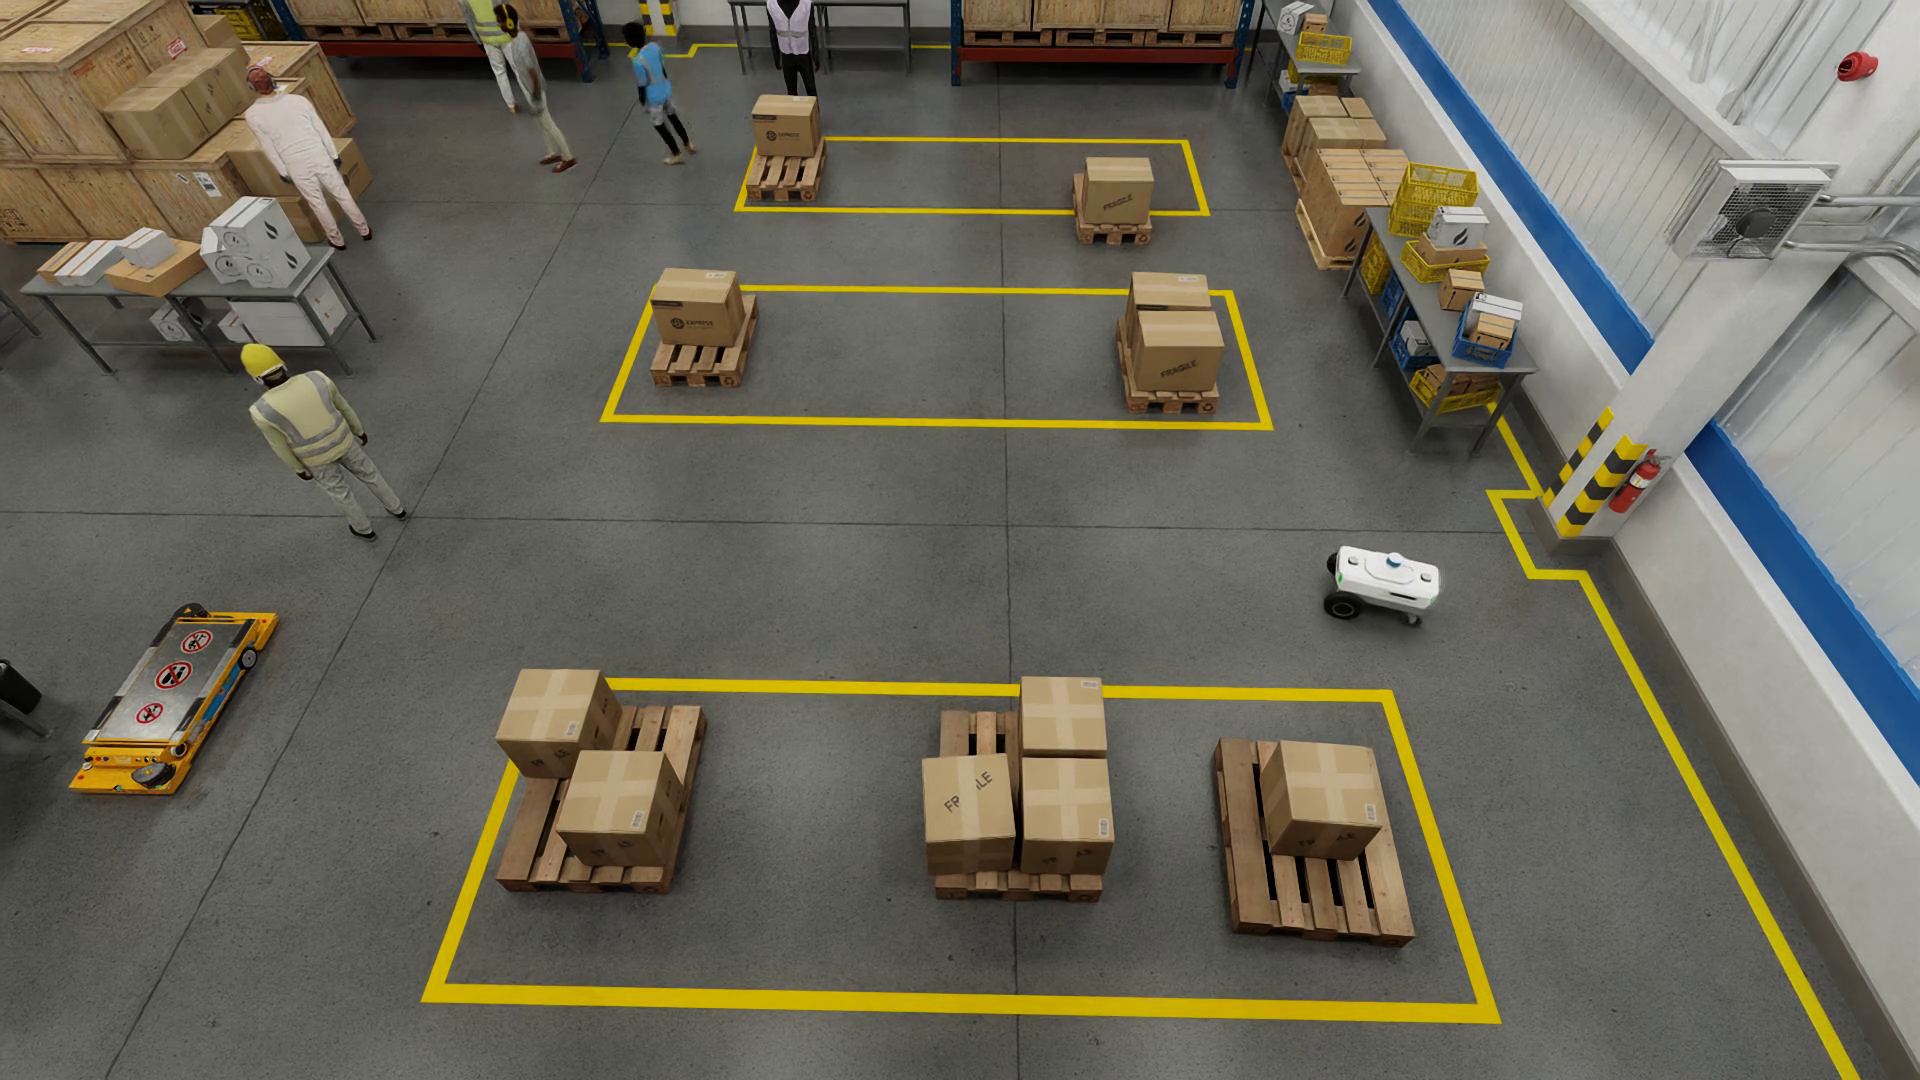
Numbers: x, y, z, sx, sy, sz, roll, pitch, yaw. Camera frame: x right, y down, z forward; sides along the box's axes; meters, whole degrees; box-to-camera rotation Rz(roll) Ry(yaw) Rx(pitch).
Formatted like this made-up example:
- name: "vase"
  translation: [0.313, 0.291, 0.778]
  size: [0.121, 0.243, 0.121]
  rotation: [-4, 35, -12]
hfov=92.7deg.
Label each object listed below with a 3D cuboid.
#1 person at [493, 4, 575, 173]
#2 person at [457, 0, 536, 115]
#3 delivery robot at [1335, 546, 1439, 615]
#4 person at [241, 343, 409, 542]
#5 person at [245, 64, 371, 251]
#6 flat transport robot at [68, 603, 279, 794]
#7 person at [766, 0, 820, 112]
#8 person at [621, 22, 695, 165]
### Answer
- name: "person"
  translation: [-5.019, -5.290, 10.788]
  size: [0.328, 1.871, 0.529]
  rotation: [-23, 54, -18]
- name: "person"
  translation: [-5.927, -6.453, 11.786]
  size: [0.625, 1.847, 0.429]
  rotation: [-6, 50, -5]
- name: "delivery robot"
  translation: [3.182, 0.284, 6.865]
  size: [0.707, 0.478, 0.477]
  rotation: [14, 51, 11]
- name: "person"
  translation: [-4.822, -0.724, 6.953]
  size: [0.403, 1.823, 0.595]
  rotation: [27, 55, 21]
- name: "person"
  translation: [-6.901, -4.006, 9.676]
  size: [0.642, 1.908, 0.407]
  rotation: [-35, 58, -26]
- name: "flat transport robot"
  translation: [-5.504, 1.072, 6.442]
  size: [0.652, 0.197, 1.431]
  rotation: [1, 50, 1]
- name: "person"
  translation: [-2.040, -6.061, 11.416]
  size: [0.595, 1.911, 0.387]
  rotation: [1, 50, 1]
- name: "person"
  translation: [-3.610, -5.329, 10.948]
  size: [0.338, 1.661, 0.664]
  rotation: [16, 52, 13]
